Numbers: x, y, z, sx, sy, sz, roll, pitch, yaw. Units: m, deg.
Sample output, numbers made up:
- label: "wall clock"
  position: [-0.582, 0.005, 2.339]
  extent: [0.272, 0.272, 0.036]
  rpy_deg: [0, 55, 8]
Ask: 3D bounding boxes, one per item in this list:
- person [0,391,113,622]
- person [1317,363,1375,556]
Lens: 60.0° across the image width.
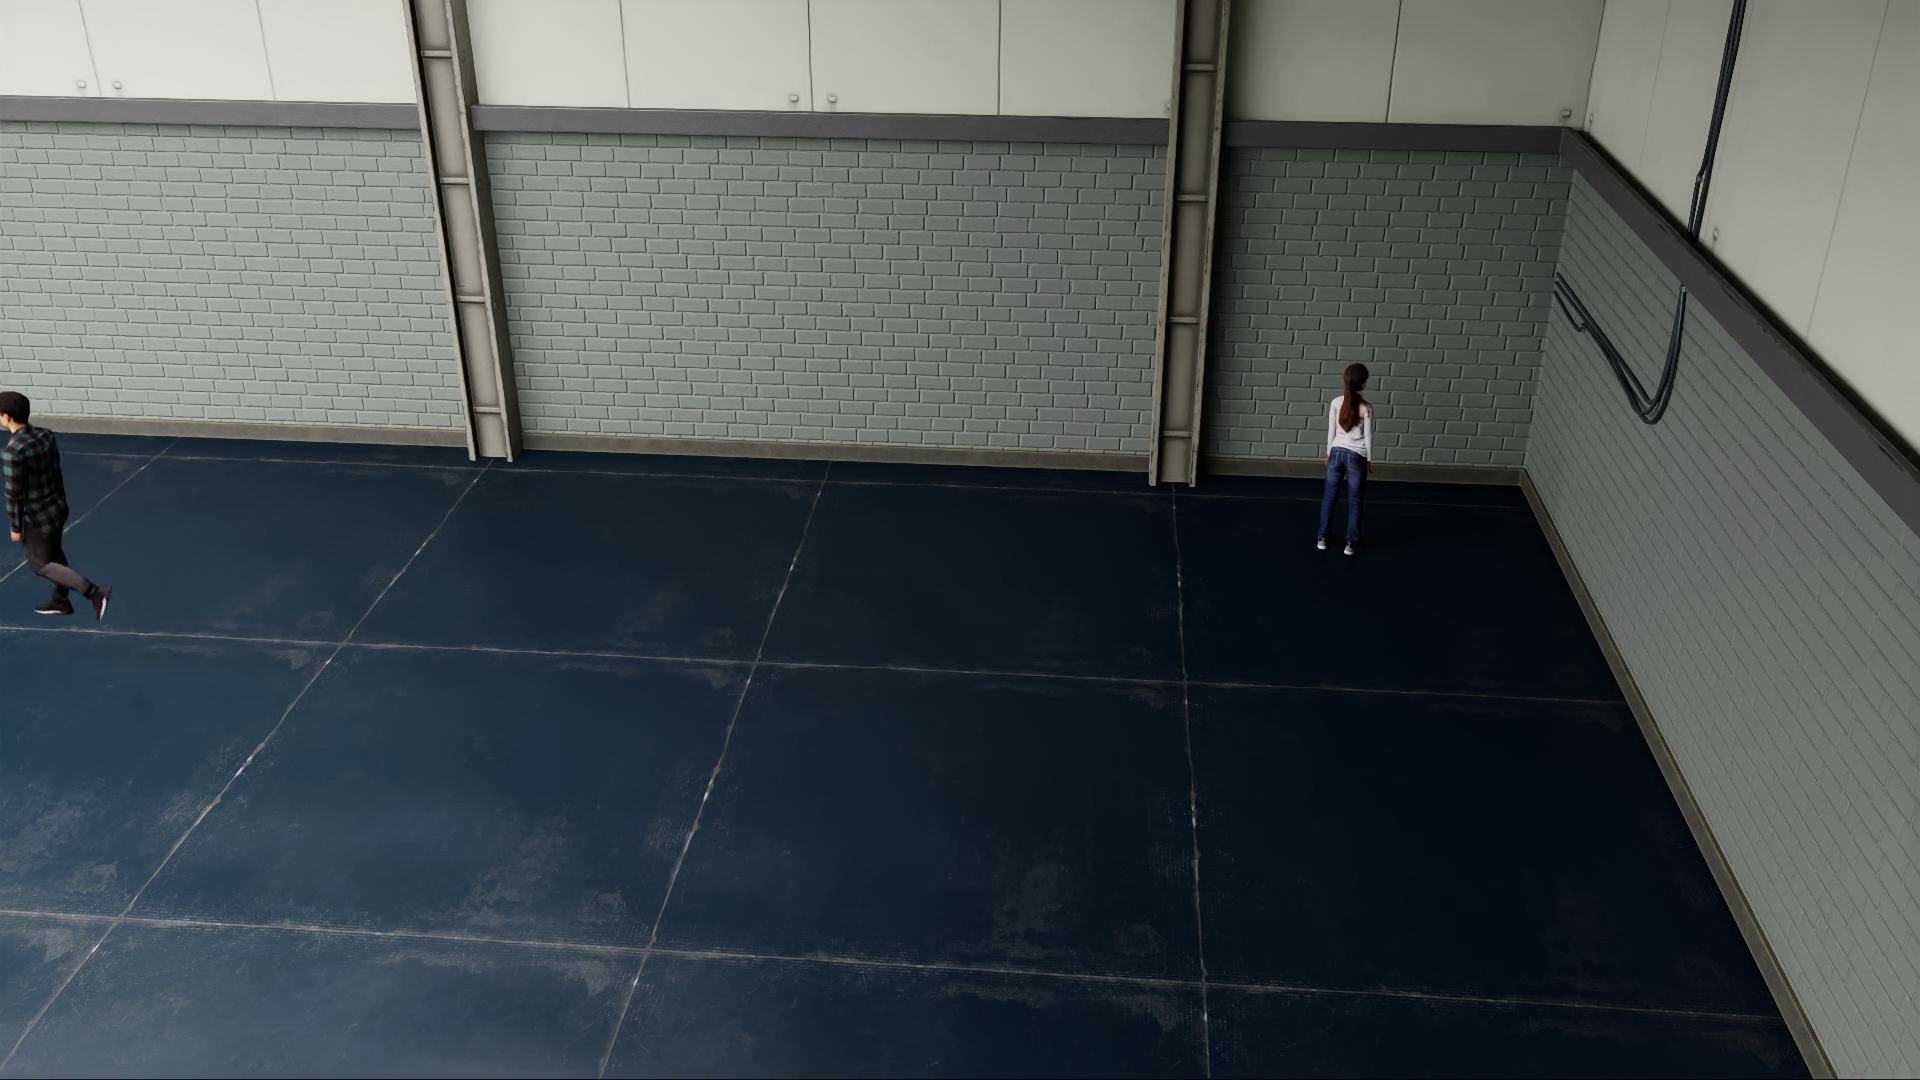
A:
- label: "person"
  position: [-6.165, -0.198, 11.255]
  extent: [0.892, 1.699, 0.686]
  rpy_deg: [2, 27, 4]
- label: "person"
  position: [3.000, -0.636, 12.890]
  extent: [0.578, 1.558, 0.673]
  rpy_deg: [15, 31, 26]
